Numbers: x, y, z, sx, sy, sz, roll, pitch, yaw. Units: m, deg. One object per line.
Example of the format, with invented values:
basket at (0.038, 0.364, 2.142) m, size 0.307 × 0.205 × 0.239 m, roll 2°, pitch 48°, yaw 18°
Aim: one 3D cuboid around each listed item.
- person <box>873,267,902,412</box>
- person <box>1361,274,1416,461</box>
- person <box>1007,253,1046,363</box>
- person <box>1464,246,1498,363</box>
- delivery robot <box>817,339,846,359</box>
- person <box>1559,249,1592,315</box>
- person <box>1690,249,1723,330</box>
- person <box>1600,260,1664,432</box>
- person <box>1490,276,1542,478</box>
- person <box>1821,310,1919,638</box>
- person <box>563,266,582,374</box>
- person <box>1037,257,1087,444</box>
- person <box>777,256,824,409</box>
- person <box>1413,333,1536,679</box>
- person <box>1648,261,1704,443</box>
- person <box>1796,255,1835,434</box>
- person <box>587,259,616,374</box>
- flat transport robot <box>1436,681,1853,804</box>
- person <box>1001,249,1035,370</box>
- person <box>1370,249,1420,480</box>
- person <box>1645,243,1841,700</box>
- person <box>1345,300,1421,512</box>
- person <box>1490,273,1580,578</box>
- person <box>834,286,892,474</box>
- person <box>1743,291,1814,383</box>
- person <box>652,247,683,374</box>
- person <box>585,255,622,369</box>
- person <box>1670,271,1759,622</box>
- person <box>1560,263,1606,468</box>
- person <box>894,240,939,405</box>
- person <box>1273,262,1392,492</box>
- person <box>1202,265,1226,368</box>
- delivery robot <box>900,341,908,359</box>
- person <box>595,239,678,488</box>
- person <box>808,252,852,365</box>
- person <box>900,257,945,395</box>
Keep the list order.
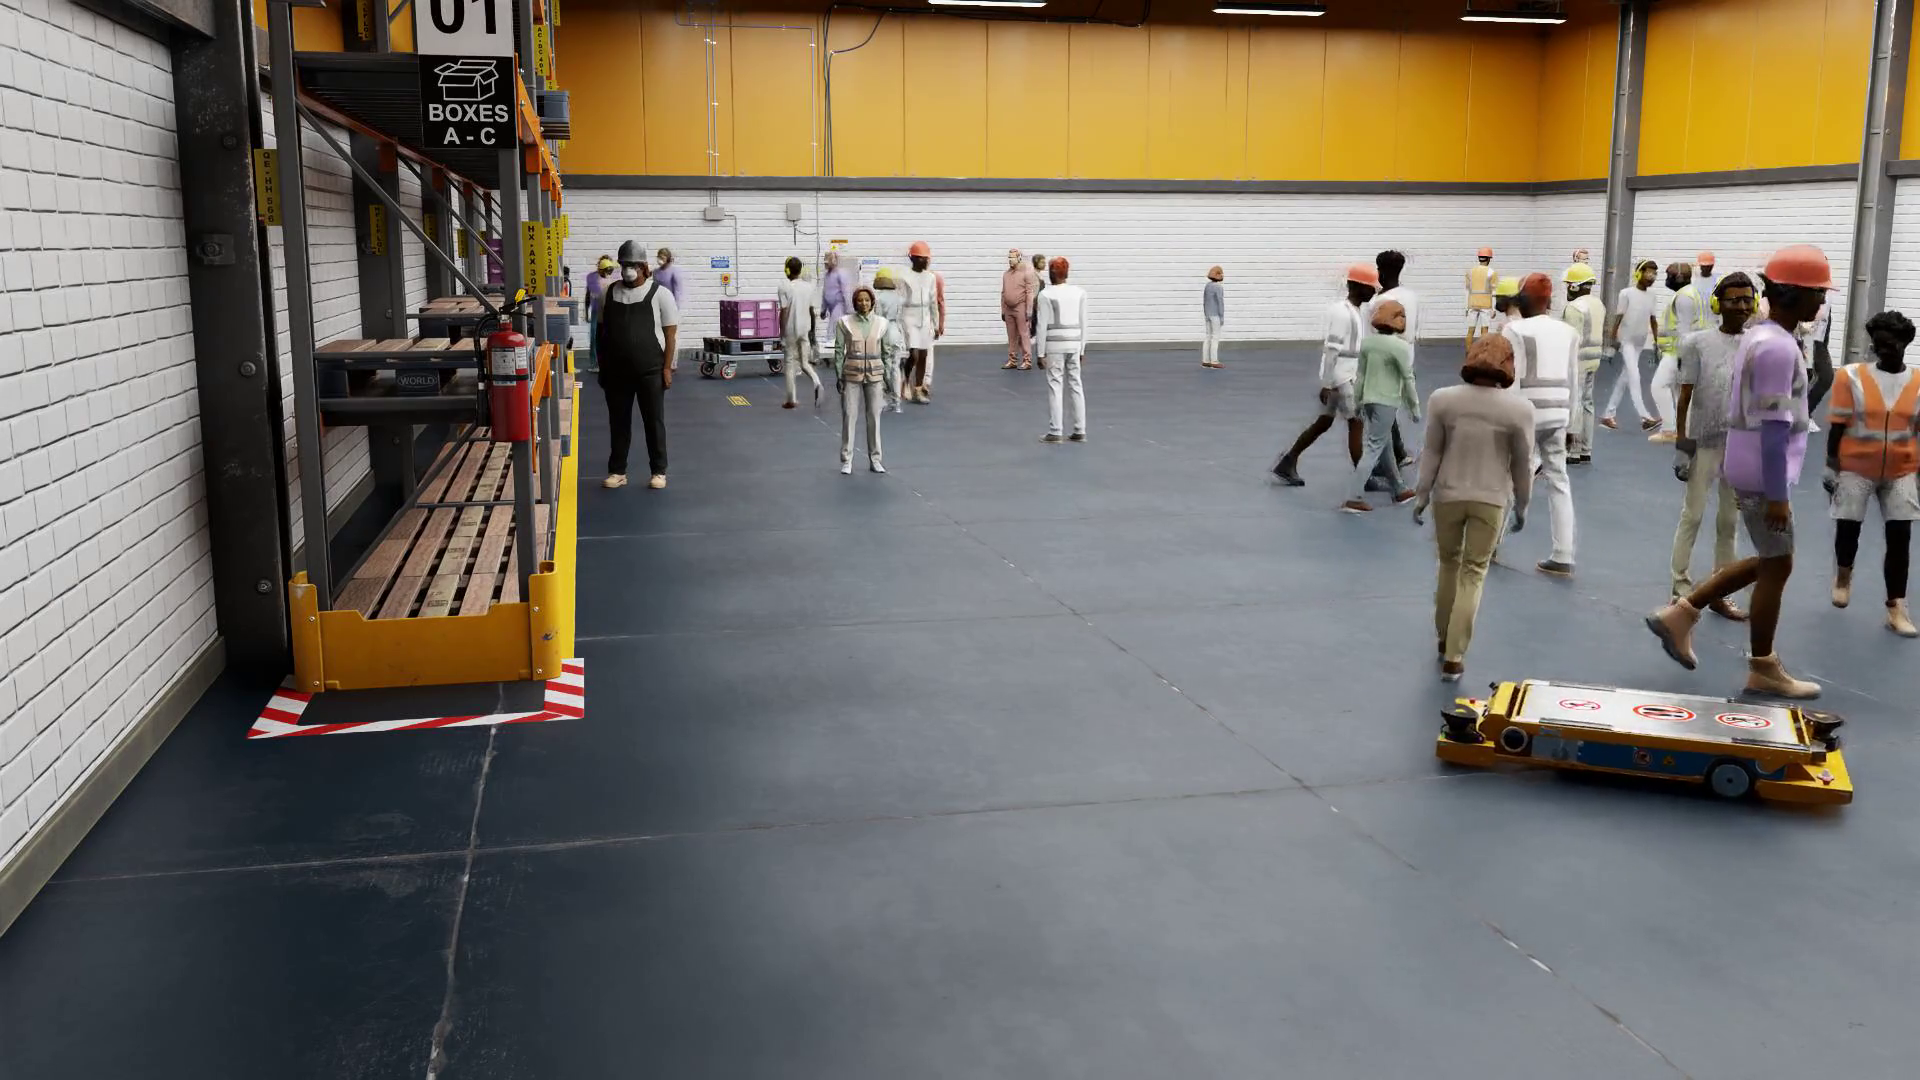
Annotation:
person at (-0.895, -2.367, 19.735) m, size 0.541 × 1.714 × 0.495 m, roll 8°, pitch 13°, yaw 38°
person at (3.871, -1.599, 15.183) m, size 0.615 × 1.813 × 0.437 m, roll -3°, pitch 11°, yaw -15°
person at (1.200, -3.862, 27.721) m, size 0.827 × 1.822 × 0.515 m, roll 3°, pitch 11°, yaw 14°
person at (8.531, -3.825, 27.214) m, size 0.541 × 1.932 × 0.382 m, roll 8°, pitch 13°, yaw 36°
delivery robot at (-1.895, -3.024, 26.321) m, size 0.707 × 0.478 × 0.477 m, roll 1°, pitch 10°, yaw 8°
person at (9.170, -3.364, 24.743) m, size 0.640 × 1.902 × 0.402 m, roll -8°, pitch 13°, yaw -38°
person at (10.163, -3.017, 22.787) m, size 0.592 × 1.909 × 0.589 m, roll 5°, pitch 11°, yaw 27°
person at (7.218, -2.046, 17.661) m, size 0.532 × 1.814 × 0.978 m, roll -5°, pitch 11°, yaw -24°
person at (4.457, -1.247, 13.424) m, size 0.478 × 1.747 × 0.533 m, roll 7°, pitch 12°, yaw 32°
person at (4.810, -0.366, 8.715) m, size 0.557 × 1.678 × 0.545 m, roll 3°, pitch 11°, yaw 15°
person at (-6.153, -3.338, 25.279) m, size 0.570 × 1.657 × 0.612 m, roll 7°, pitch 12°, yaw 34°
person at (1.026, -1.900, 16.738) m, size 0.584 × 1.870 × 0.389 m, roll -6°, pitch 12°, yaw -29°
person at (-1.917, -2.463, 19.883) m, size 0.523 × 1.854 × 0.708 m, roll -7°, pitch 13°, yaw -35°
person at (2.440, -0.174, 7.863) m, size 0.518 × 1.598 × 0.732 m, roll 6°, pitch 12°, yaw 29°
person at (7.147, -1.864, 16.644) m, size 0.569 × 1.819 × 0.656 m, roll 5°, pitch 11°, yaw 27°
person at (8.930, -2.055, 17.480) m, size 0.613 × 1.899 × 0.481 m, roll -4°, pitch 11°, yaw -19°
person at (-5.394, -3.383, 25.272) m, size 0.714 × 1.740 × 0.544 m, roll 5°, pitch 12°, yaw 27°
flat transport robot at (2.625, 0.753, 6.439) m, size 1.431 × 0.197 × 0.652 m, roll 4°, pitch 11°, yaw 22°
person at (0.882, -3.623, 26.192) m, size 0.402 × 1.901 × 0.647 m, roll -10°, pitch 14°, yaw -44°
person at (3.628, -1.480, 14.132) m, size 0.419 × 1.954 × 0.632 m, roll 9°, pitch 14°, yaw 42°
person at (3.523, -0.297, 7.393) m, size 0.649 × 2.024 × 0.620 m, roll 4°, pitch 11°, yaw 21°
person at (3.228, -1.010, 12.551) m, size 0.842 × 1.587 × 0.504 m, roll -4°, pitch 11°, yaw -22°
person at (3.531, -0.720, 10.293) m, size 0.599 × 1.830 × 0.905 m, roll -3°, pitch 11°, yaw -18°
person at (-0.846, -1.398, 14.557) m, size 0.513 × 1.642 × 0.313 m, roll -2°, pitch 10°, yaw -12°
person at (7.475, -1.635, 15.187) m, size 0.617 × 1.880 × 0.944 m, roll 1°, pitch 10°, yaw 6°
person at (-4.474, -3.449, 25.147) m, size 0.659 × 1.925 × 0.472 m, roll 8°, pitch 13°, yaw 38°
person at (-5.511, -3.502, 25.779) m, size 0.583 × 1.800 × 0.546 m, roll -1°, pitch 10°, yaw -7°
person at (4.079, -0.490, 8.889) m, size 0.519 × 1.873 × 0.328 m, roll 0°, pitch 10°, yaw -1°
person at (5.542, -1.566, 14.959) m, size 0.404 × 1.829 × 0.600 m, roll 10°, pitch 14°, yaw 43°
person at (-0.519, -2.682, 20.589) m, size 0.624 × 2.027 × 0.430 m, roll -7°, pitch 12°, yaw -35°
person at (3.040, -1.333, 13.601) m, size 0.979 × 1.881 × 0.569 m, roll 4°, pitch 11°, yaw 21°
person at (4.052, -3.548, 26.491) m, size 0.266 × 1.631 × 0.507 m, roll -4°, pitch 11°, yaw -22°
delivery robot at (-1.153, -3.023, 26.316) m, size 0.707 × 0.478 × 0.477 m, roll -4°, pitch 11°, yaw -20°
person at (-2.677, -1.433, 13.646) m, size 0.684 × 2.000 × 0.538 m, roll 1°, pitch 10°, yaw 6°
person at (-2.017, -3.782, 27.215) m, size 1.015 × 1.852 × 0.654 m, roll -5°, pitch 12°, yaw -27°
person at (-0.531, -2.886, 21.998) m, size 0.608 × 1.924 × 1.060 m, roll 2°, pitch 10°, yaw 8°
